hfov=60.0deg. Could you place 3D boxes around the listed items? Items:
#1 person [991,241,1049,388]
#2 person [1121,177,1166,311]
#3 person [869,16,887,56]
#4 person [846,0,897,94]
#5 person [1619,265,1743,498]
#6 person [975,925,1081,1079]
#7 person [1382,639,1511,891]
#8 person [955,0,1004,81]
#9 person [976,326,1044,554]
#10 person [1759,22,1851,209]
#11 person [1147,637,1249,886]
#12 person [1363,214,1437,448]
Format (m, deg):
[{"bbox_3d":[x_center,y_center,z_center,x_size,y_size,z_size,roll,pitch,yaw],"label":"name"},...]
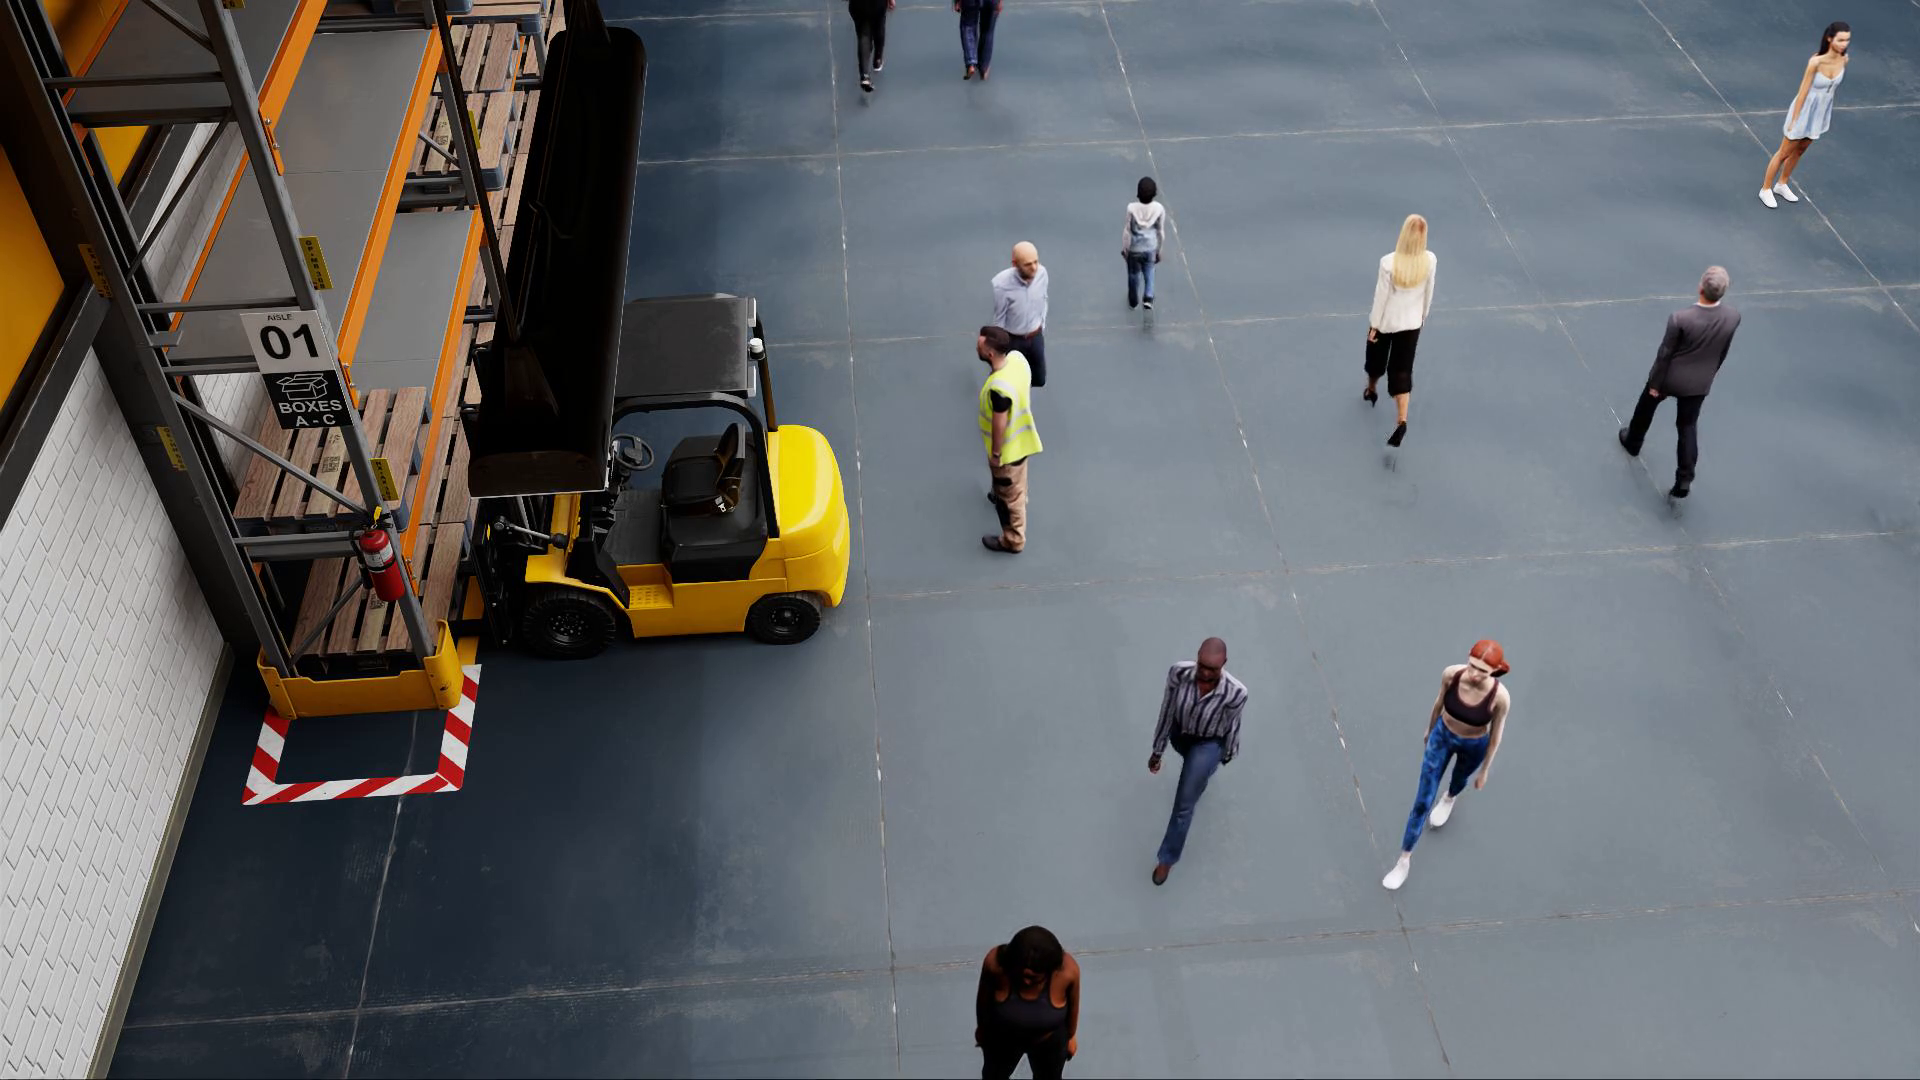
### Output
[{"bbox_3d":[0.397,-1.523,12.436,0.794,1.775,0.866,-19,47,-19],"label":"person"},{"bbox_3d":[1.508,-2.411,13.748,0.473,1.252,0.600,-3,44,-3],"label":"person"},{"bbox_3d":[-0.904,-5.918,17.129,0.916,1.665,1.152,15,46,15],"label":"person"},{"bbox_3d":[-0.917,-5.320,16.379,0.788,1.834,1.195,1,44,1],"label":"person"},{"bbox_3d":[5.253,-1.130,12.005,0.814,1.801,1.206,2,44,2],"label":"person"},{"bbox_3d":[0.331,2.434,8.255,0.699,1.813,0.651,2,44,2],"label":"person"},{"bbox_3d":[2.915,1.179,9.632,1.076,1.731,1.204,25,49,24],"label":"person"},{"bbox_3d":[0.213,-5.357,16.440,0.692,1.803,0.823,0,44,0],"label":"person"},{"bbox_3d":[0.330,-0.720,11.556,0.939,1.826,0.817,11,45,11],"label":"person"},{"bbox_3d":[7.584,-3.818,14.877,0.646,1.730,0.623,-16,46,-16],"label":"person"},{"bbox_3d":[1.398,1.116,9.697,1.073,1.733,1.238,22,48,22],"label":"person"},{"bbox_3d":[3.275,-1.519,12.396,0.613,1.825,1.132,-2,44,-2],"label":"person"}]
